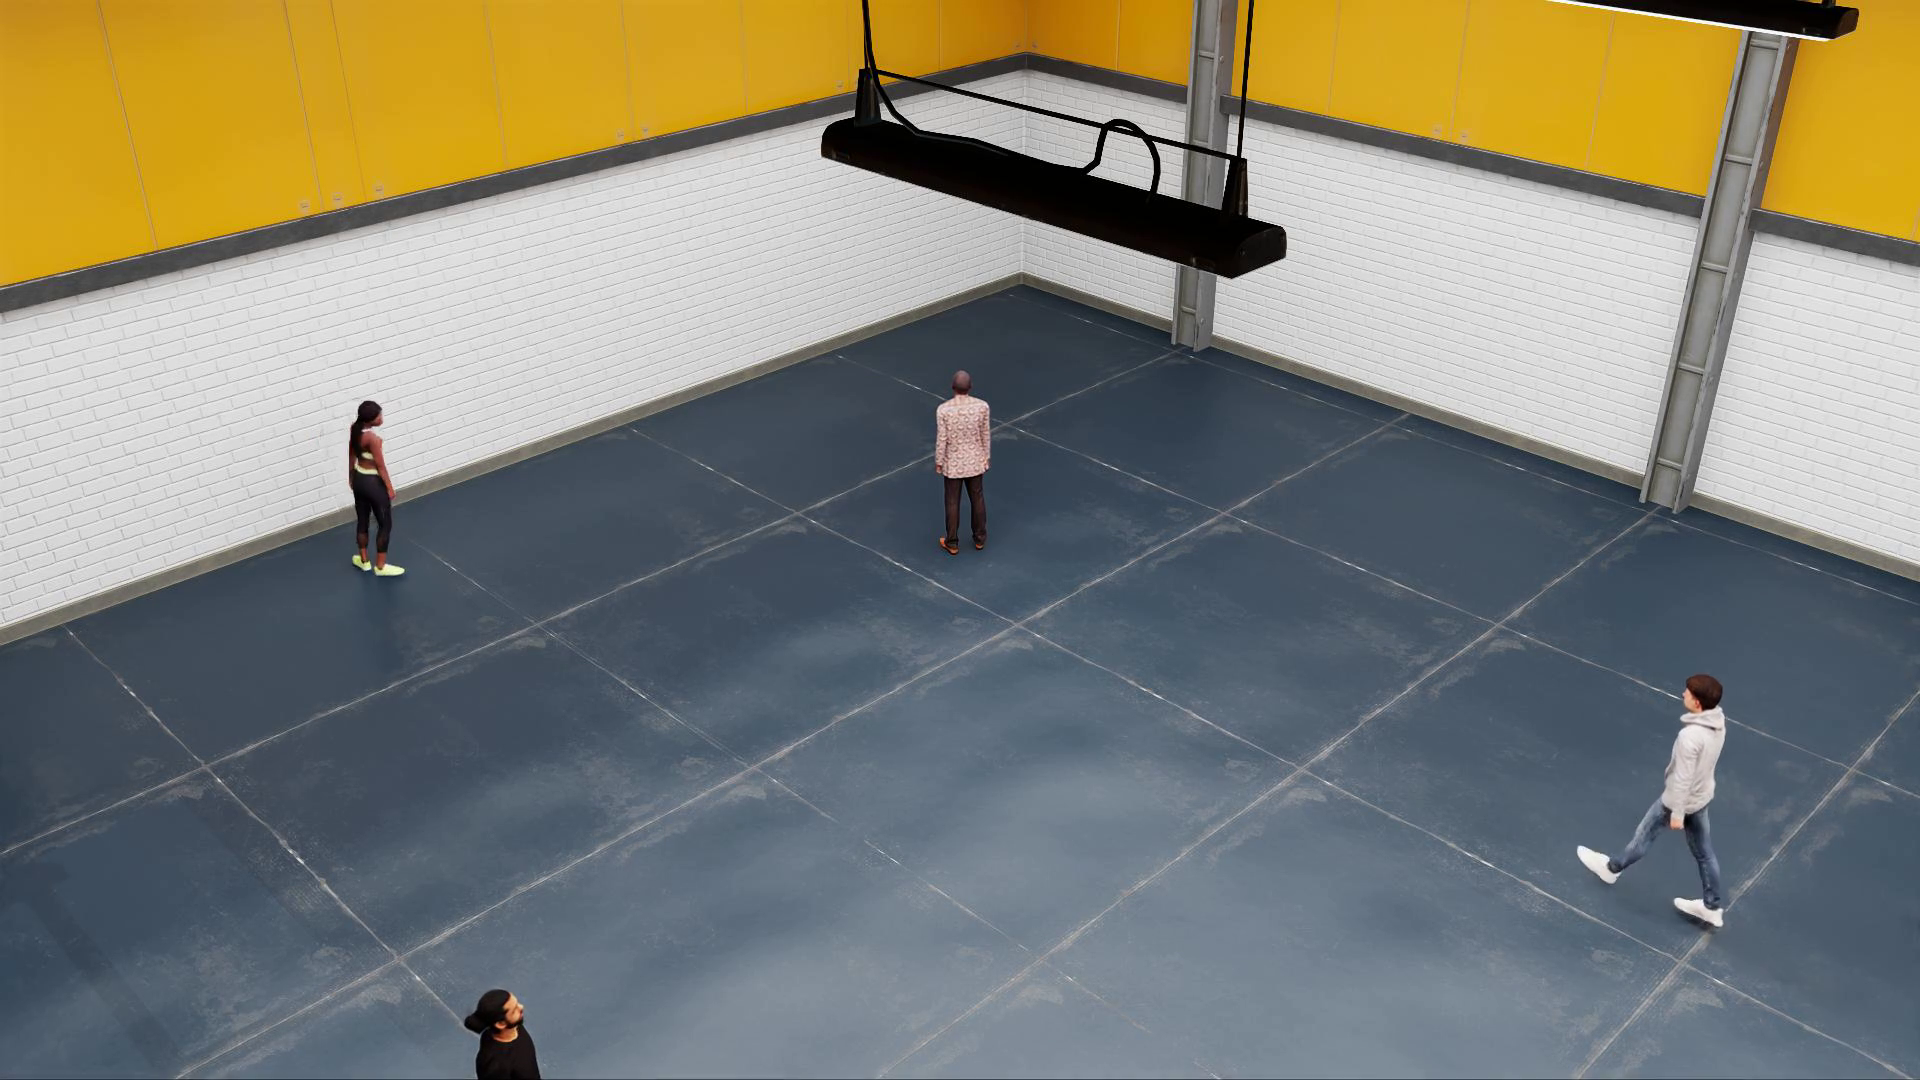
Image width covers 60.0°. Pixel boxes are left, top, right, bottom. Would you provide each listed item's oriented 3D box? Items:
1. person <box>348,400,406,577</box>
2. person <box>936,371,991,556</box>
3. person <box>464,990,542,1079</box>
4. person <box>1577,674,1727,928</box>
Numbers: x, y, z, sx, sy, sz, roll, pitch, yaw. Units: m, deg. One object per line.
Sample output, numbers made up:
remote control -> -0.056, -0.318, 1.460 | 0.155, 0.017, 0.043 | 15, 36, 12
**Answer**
person -> -5.427, -0.479, 15.104 | 0.534, 1.730, 0.847 | 13, 31, 22
person -> 0.031, -0.724, 15.471 | 0.771, 1.808, 0.770 | -8, 29, -13
person -> -2.308, 3.019, 8.663 | 0.786, 1.757, 0.702 | -4, 29, -7
person -> 4.869, 1.758, 10.938 | 1.222, 1.792, 0.694 | 25, 37, 38
